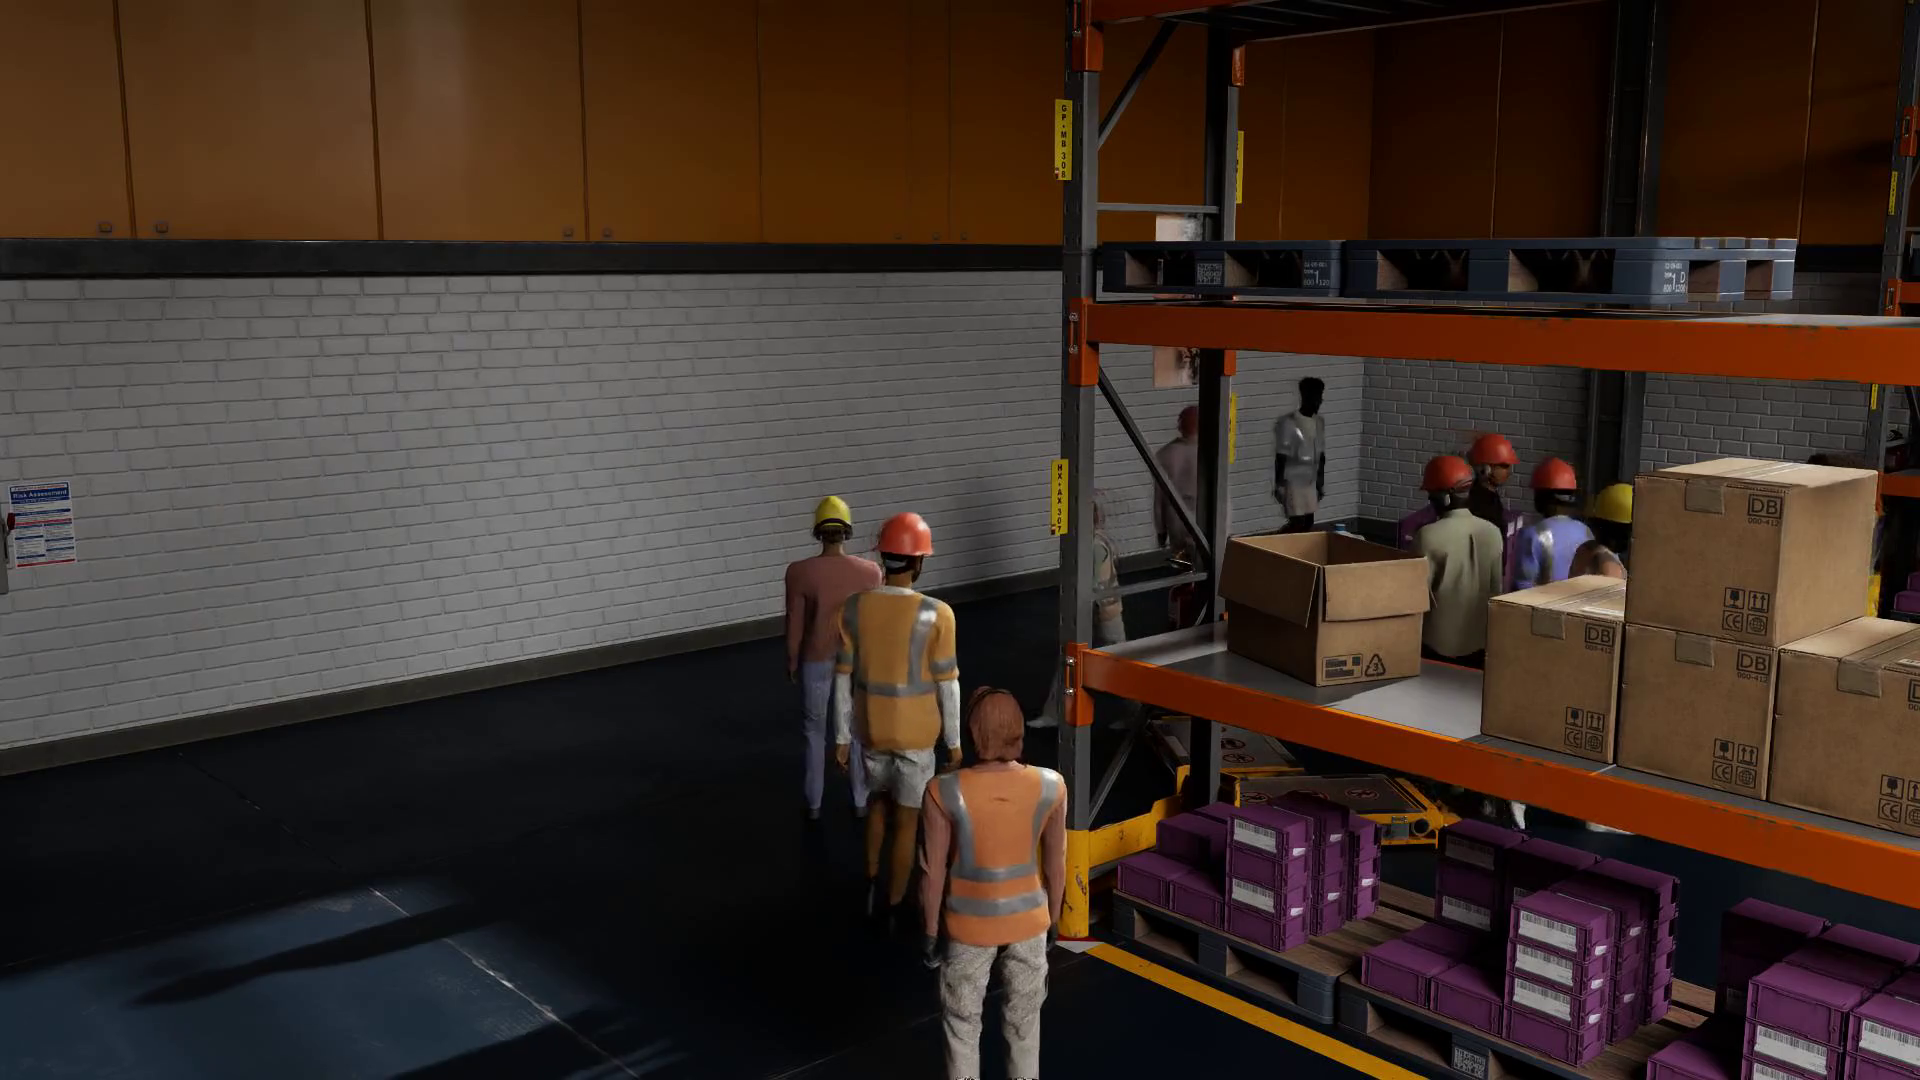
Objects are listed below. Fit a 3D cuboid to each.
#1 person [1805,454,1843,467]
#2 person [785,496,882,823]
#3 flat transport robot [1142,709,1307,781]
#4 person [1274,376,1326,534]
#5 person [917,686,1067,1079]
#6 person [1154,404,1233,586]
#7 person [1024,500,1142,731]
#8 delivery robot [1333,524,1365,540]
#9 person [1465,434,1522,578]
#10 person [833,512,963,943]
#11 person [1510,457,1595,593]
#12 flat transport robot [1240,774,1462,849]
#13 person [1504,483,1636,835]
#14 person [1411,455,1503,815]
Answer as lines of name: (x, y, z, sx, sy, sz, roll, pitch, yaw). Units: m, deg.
person: (5.509, 0.345, 10.613, 0.630, 1.799, 0.972, -3, 10, -18)
person: (-0.672, 0.643, 8.935, 0.528, 1.763, 0.335, -1, 10, -8)
flat transport robot: (1.522, 1.256, 9.699, 0.652, 0.197, 1.431, -1, 10, -5)
person: (3.156, -0.555, 15.411, 0.641, 1.938, 0.508, -7, 12, -36)
person: (0.113, 1.298, 5.529, 0.517, 1.620, 0.342, -3, 10, -14)
person: (1.793, -0.110, 12.947, 0.655, 1.887, 0.722, 7, 12, 36)
person: (0.820, 0.469, 10.450, 0.889, 1.579, 0.511, -3, 10, -19)
delivery robot: (3.510, 0.093, 15.402, 0.477, 0.478, 0.707, 5, 11, 26)
person: (3.271, 0.332, 10.178, 0.977, 1.947, 0.640, 7, 12, 36)
person: (-0.254, 0.830, 7.370, 0.554, 1.917, 0.435, 4, 10, 22)
person: (3.296, 0.501, 9.297, 0.566, 1.920, 0.609, -5, 11, -28)
flat transport robot: (1.888, 1.425, 8.708, 1.431, 0.197, 0.652, -1, 10, -5)
person: (3.220, 0.635, 8.597, 0.699, 1.899, 0.618, 1, 10, 9)
person: (2.663, 0.524, 9.019, 0.656, 1.966, 0.479, -5, 11, -26)
